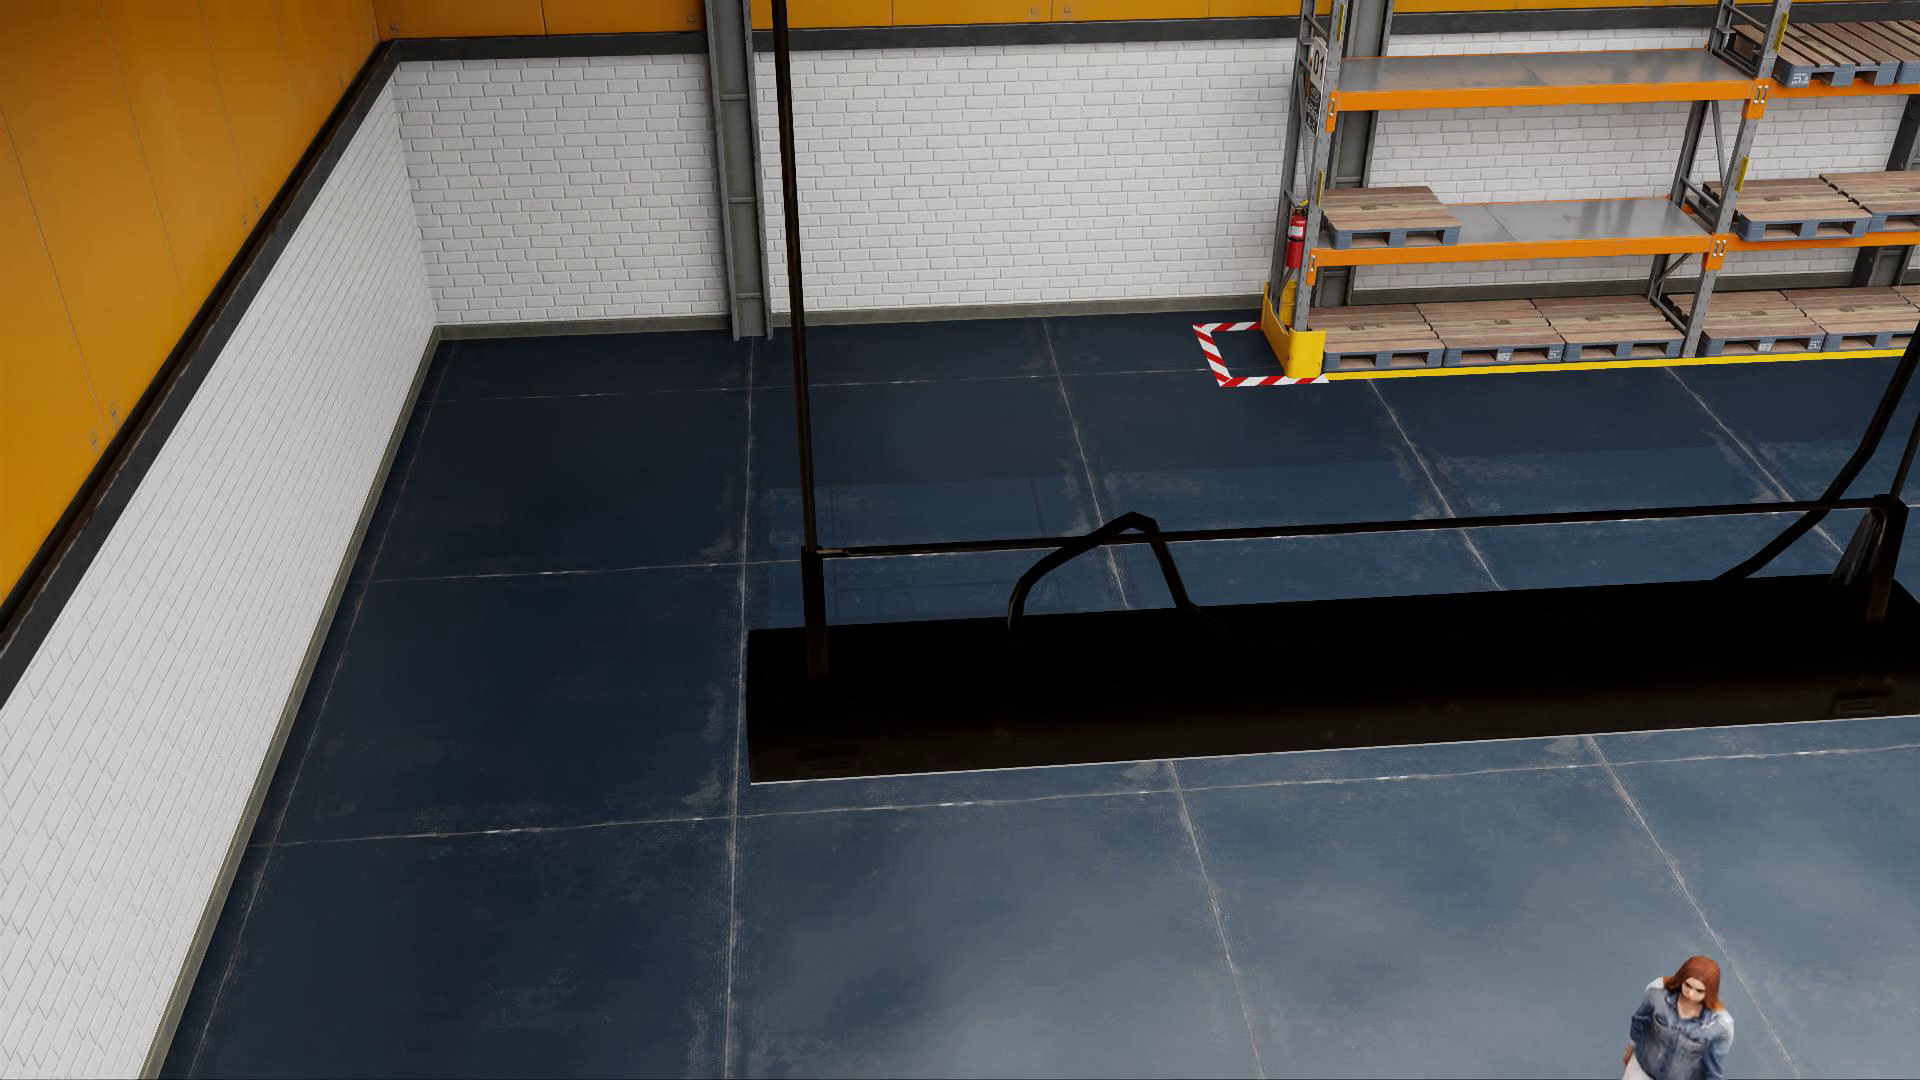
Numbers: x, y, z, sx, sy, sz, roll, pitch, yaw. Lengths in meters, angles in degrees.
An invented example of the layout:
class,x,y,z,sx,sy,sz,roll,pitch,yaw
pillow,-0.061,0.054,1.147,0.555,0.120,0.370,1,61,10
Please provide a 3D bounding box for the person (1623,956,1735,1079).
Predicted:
class,x,y,z,sx,sy,sz,roll,pitch,yaw
person,3.590,2.636,8.375,1.087,1.654,1.132,24,40,32
